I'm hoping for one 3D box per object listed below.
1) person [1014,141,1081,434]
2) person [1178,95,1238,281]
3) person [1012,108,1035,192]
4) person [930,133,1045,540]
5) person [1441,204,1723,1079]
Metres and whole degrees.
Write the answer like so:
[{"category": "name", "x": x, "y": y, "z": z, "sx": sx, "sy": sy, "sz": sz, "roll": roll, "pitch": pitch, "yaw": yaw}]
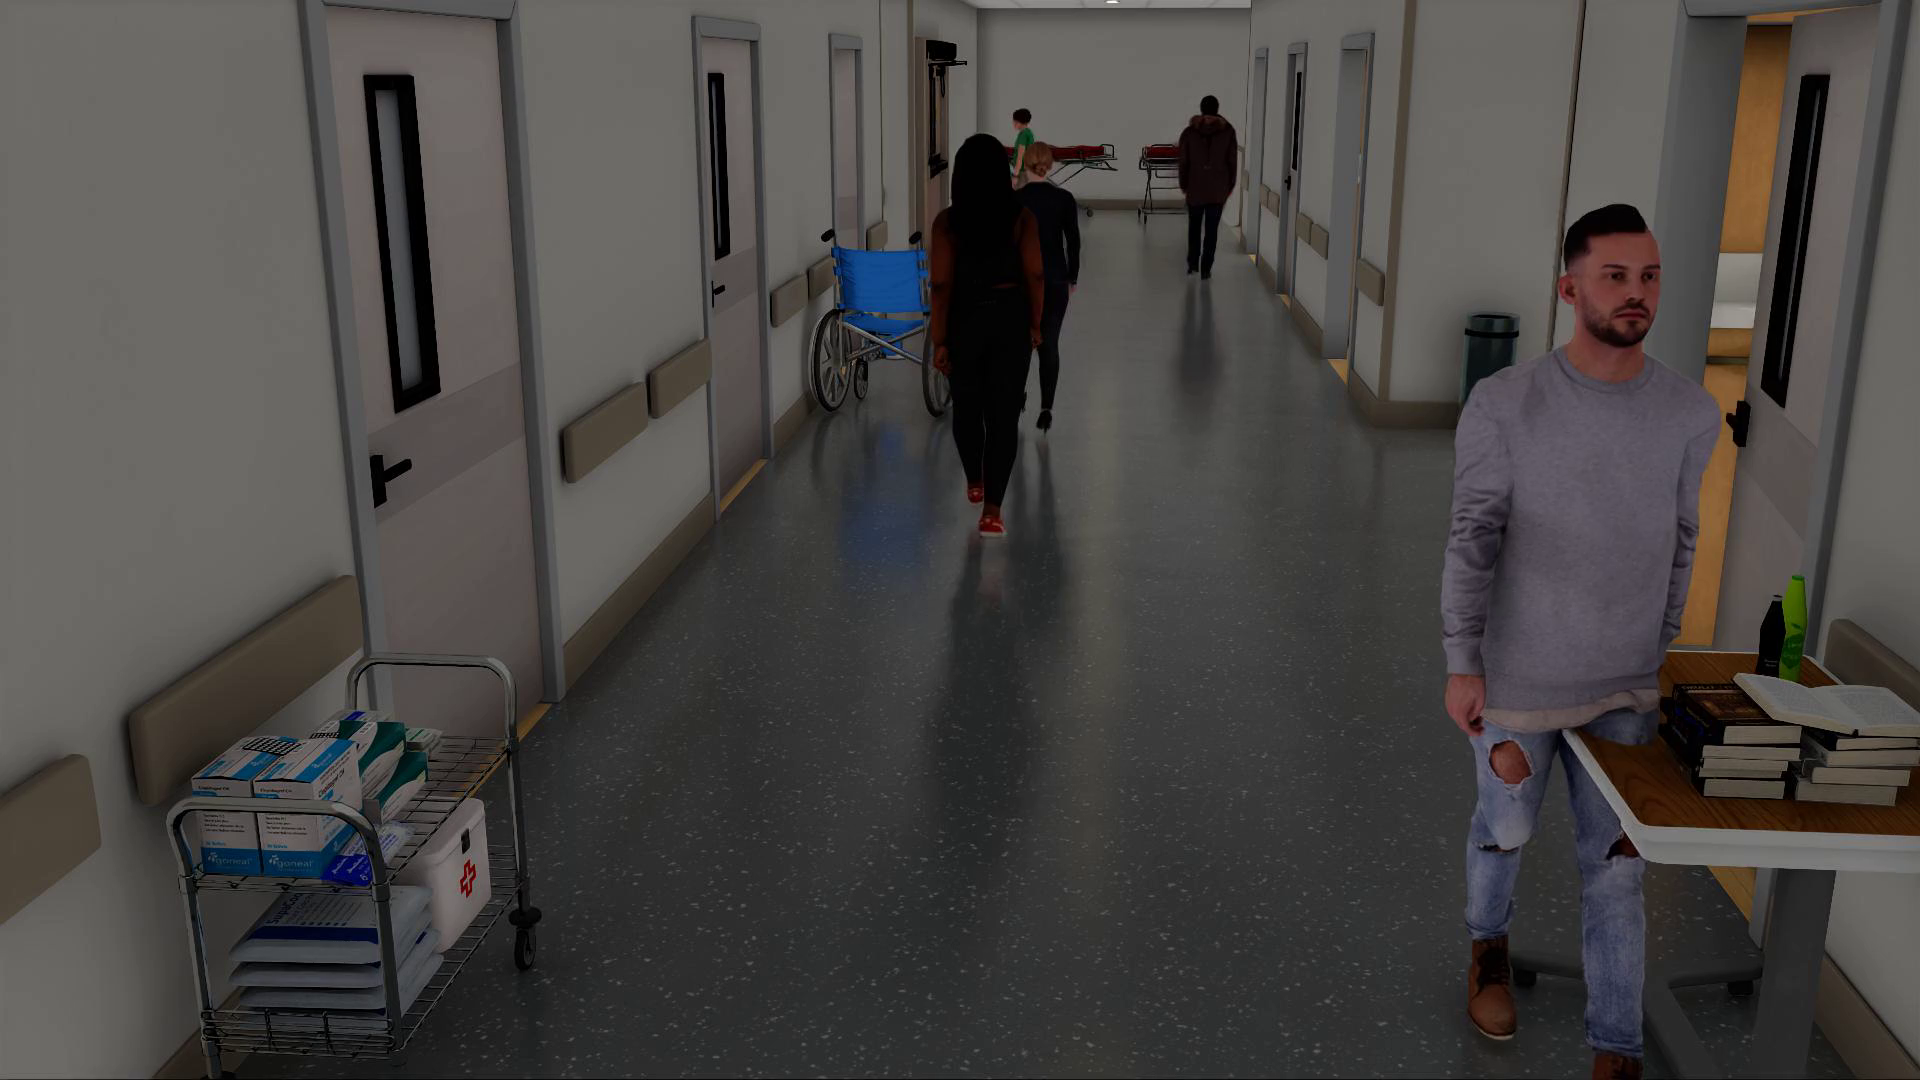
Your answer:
[{"category": "person", "x": 0.472, "y": -1.424, "z": 9.653, "sx": 0.742, "sy": 1.640, "sz": 1.092, "roll": -1, "pitch": 16, "yaw": -4}, {"category": "person", "x": 2.505, "y": -3.562, "z": 16.896, "sx": 0.783, "sy": 1.825, "sz": 0.775, "roll": 3, "pitch": 16, "yaw": 12}, {"category": "person", "x": 0.807, "y": -4.609, "z": 20.963, "sx": 0.704, "sy": 1.634, "sz": 0.518, "roll": 8, "pitch": 18, "yaw": 28}, {"category": "person", "x": 0.123, "y": -0.857, "z": 7.415, "sx": 0.672, "sy": 1.763, "sz": 1.250, "roll": 2, "pitch": 16, "yaw": 5}, {"category": "person", "x": 1.205, "y": 0.246, "z": 3.437, "sx": 0.676, "sy": 1.798, "sz": 1.078, "roll": 1, "pitch": 16, "yaw": 5}]
